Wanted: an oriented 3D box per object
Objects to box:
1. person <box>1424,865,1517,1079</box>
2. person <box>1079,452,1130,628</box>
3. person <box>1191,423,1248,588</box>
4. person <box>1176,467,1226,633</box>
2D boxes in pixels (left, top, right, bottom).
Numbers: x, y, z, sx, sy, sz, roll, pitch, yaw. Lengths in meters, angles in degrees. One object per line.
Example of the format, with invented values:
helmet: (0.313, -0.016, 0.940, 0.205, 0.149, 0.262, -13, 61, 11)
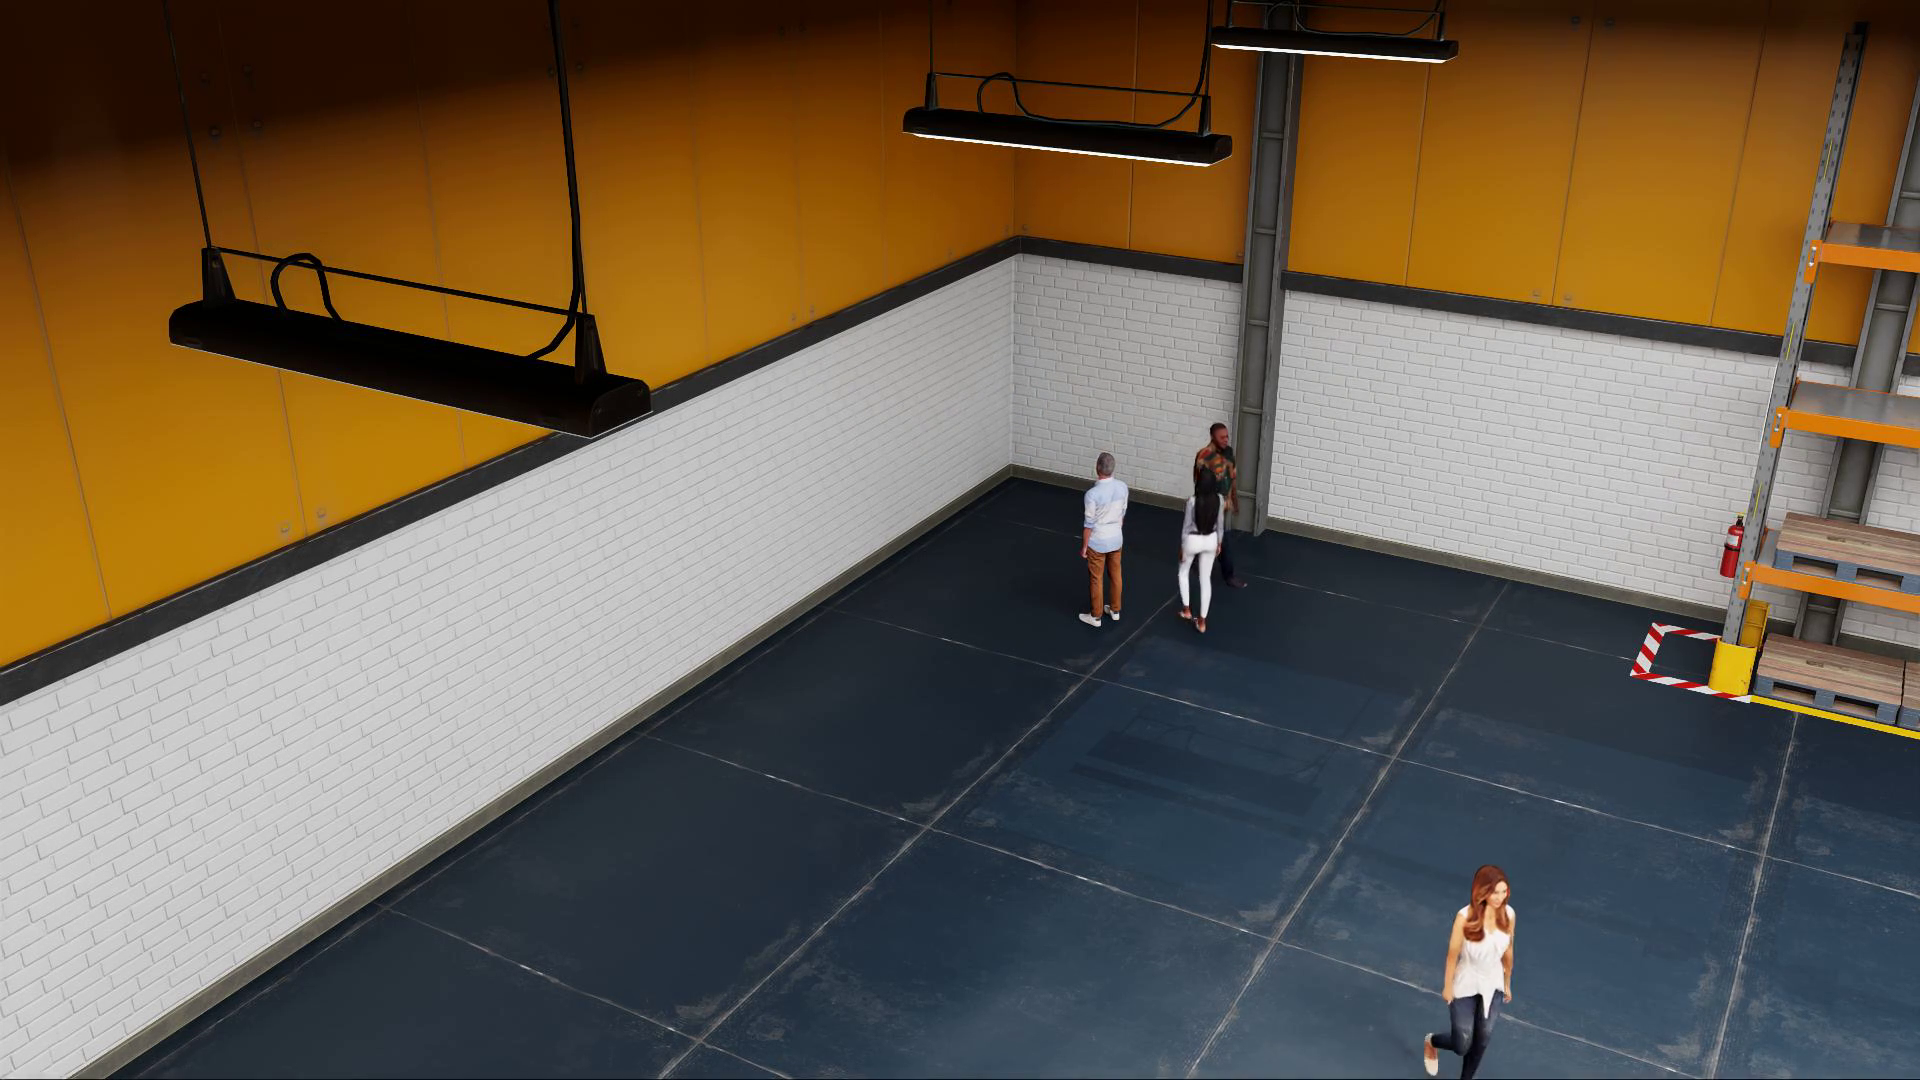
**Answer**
person: (3.208, 2.773, 10.499, 0.832, 1.772, 0.896, -7, 25, -16)
person: (1.461, -0.013, 16.802, 0.768, 1.828, 0.748, -14, 27, -30)
person: (2.656, -0.406, 17.791, 0.961, 1.757, 1.265, -19, 30, -37)
person: (2.431, 0.119, 16.649, 0.809, 1.708, 0.869, -4, 24, -9)
